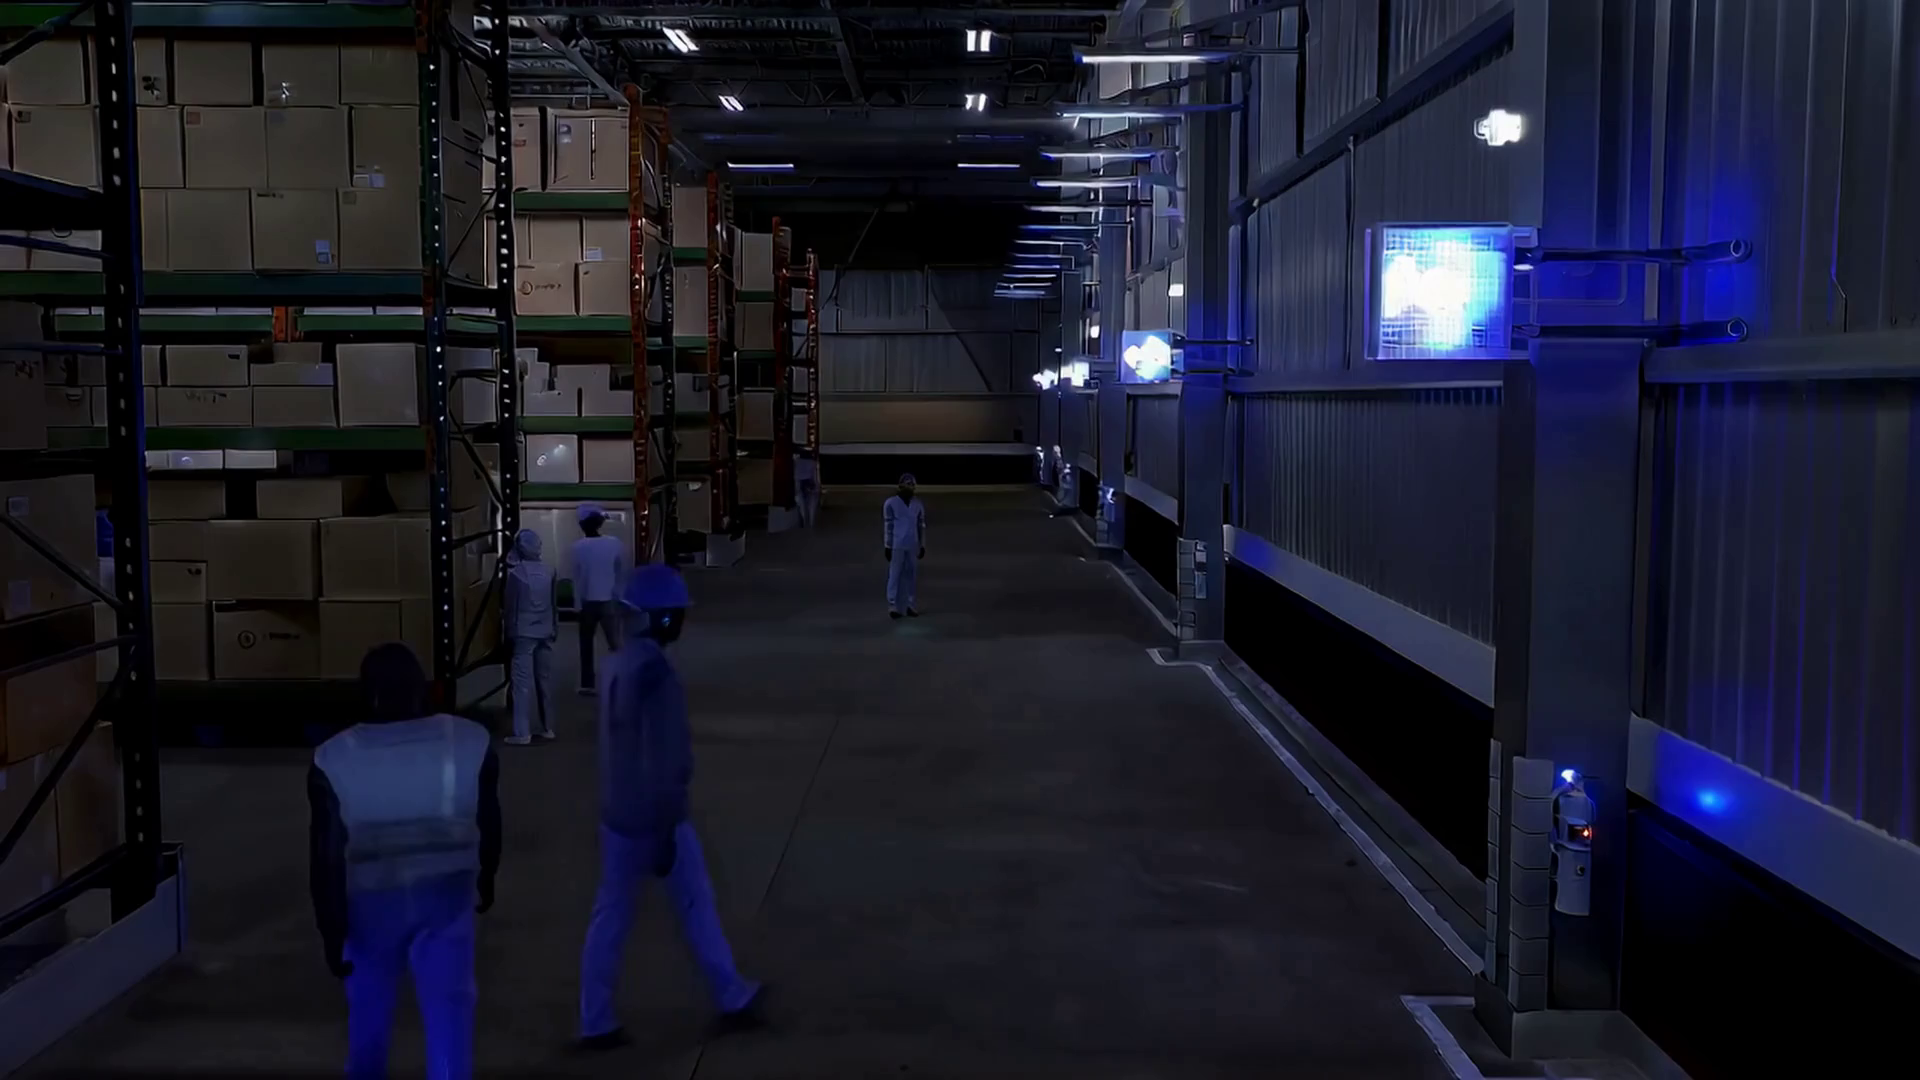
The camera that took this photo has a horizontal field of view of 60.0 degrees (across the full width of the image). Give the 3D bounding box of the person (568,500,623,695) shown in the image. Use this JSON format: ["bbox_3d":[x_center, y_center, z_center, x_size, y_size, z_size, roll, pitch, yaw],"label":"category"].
[{"bbox_3d":[-3.118,0.521,14.409,0.523,1.734,0.783,-3,6,-34],"label":"person"}]

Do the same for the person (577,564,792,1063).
[{"bbox_3d":[-1.151,1.070,6.732,0.974,1.953,0.651,-4,6,-40],"label":"person"}]

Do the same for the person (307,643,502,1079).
[{"bbox_3d":[-1.897,1.242,5.723,0.645,1.788,0.970,-2,5,-25],"label":"person"}]

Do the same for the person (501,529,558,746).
[{"bbox_3d":[-3.242,0.733,12.583,0.313,1.628,0.526,3,6,32],"label":"person"}]

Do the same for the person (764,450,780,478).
[{"bbox_3d":[-4.615,-1.893,41.707,0.797,1.877,0.654,0,5,4],"label":"person"}]

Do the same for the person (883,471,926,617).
[{"bbox_3d":[-0.649,0.053,19.852,0.563,1.743,0.349,-3,6,-30],"label":"person"}]

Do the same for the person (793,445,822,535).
[{"bbox_3d":[-2.912,-0.950,31.685,0.572,1.710,0.476,1,5,16],"label":"person"}]
